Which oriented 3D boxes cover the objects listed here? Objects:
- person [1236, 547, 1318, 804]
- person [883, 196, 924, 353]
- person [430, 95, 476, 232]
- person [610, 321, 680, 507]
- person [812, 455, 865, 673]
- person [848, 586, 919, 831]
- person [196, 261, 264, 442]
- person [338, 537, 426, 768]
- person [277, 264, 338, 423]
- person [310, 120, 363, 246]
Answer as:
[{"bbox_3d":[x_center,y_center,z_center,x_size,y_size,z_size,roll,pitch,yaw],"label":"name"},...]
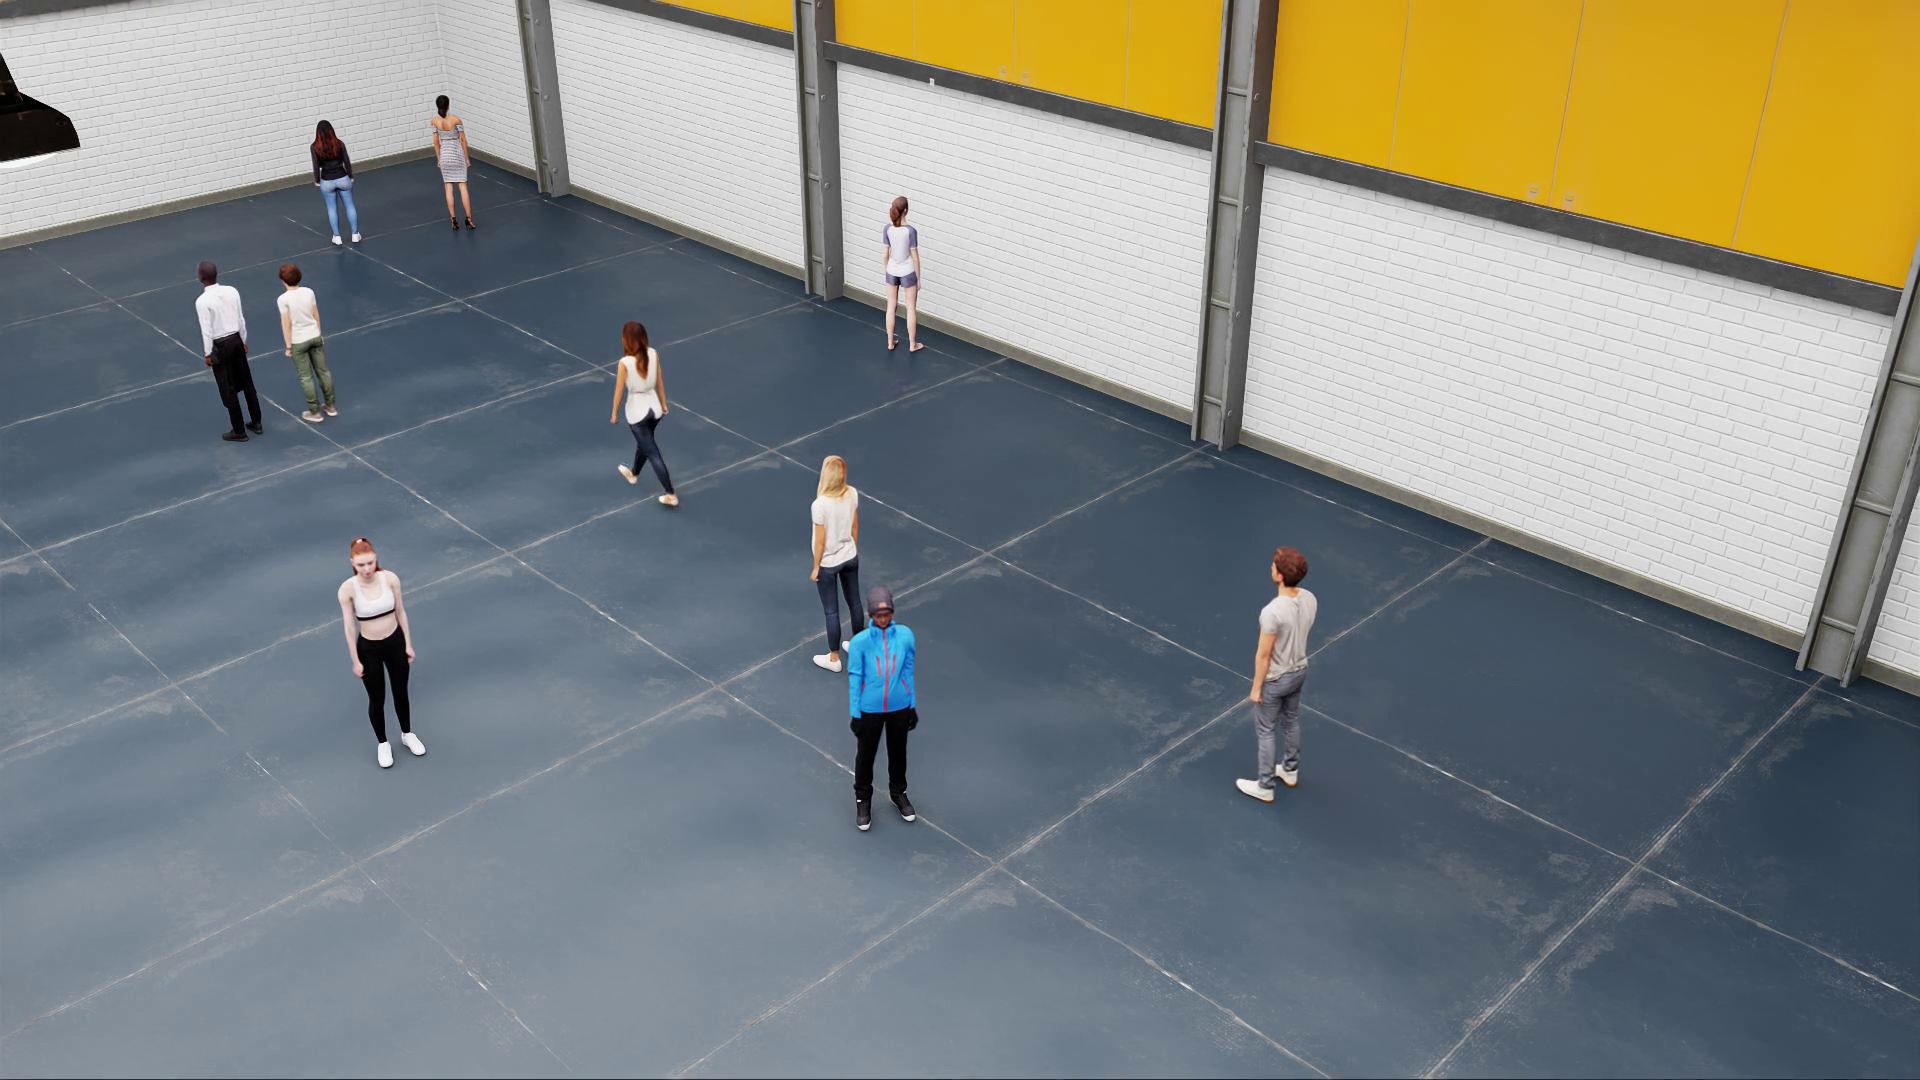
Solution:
[{"bbox_3d":[2.181,0.914,11.287,0.648,1.892,0.542,-23,36,-36],"label":"person"},{"bbox_3d":[-0.655,-2.966,18.532,0.626,1.766,0.729,9,30,16],"label":"person"},{"bbox_3d":[-6.811,-5.062,22.317,0.672,1.822,0.733,0,29,1],"label":"person"},{"bbox_3d":[-2.820,-1.102,15.145,1.118,1.736,0.656,23,36,36],"label":"person"},{"bbox_3d":[-0.931,0.172,12.735,0.585,1.809,0.488,-25,37,-38],"label":"person"},{"bbox_3d":[-0.510,1.096,11.057,0.692,1.794,0.682,-9,30,-16],"label":"person"},{"bbox_3d":[-7.252,-1.875,16.459,0.637,1.836,0.697,14,32,25],"label":"person"},{"bbox_3d":[-4.072,0.776,11.697,0.616,1.742,0.559,-19,34,-31],"label":"person"},{"bbox_3d":[-6.651,-2.012,16.901,0.545,1.654,0.580,23,36,36],"label":"person"},{"bbox_3d":[-8.217,-4.715,21.876,0.703,1.634,0.684,-12,31,-21],"label":"person"}]
